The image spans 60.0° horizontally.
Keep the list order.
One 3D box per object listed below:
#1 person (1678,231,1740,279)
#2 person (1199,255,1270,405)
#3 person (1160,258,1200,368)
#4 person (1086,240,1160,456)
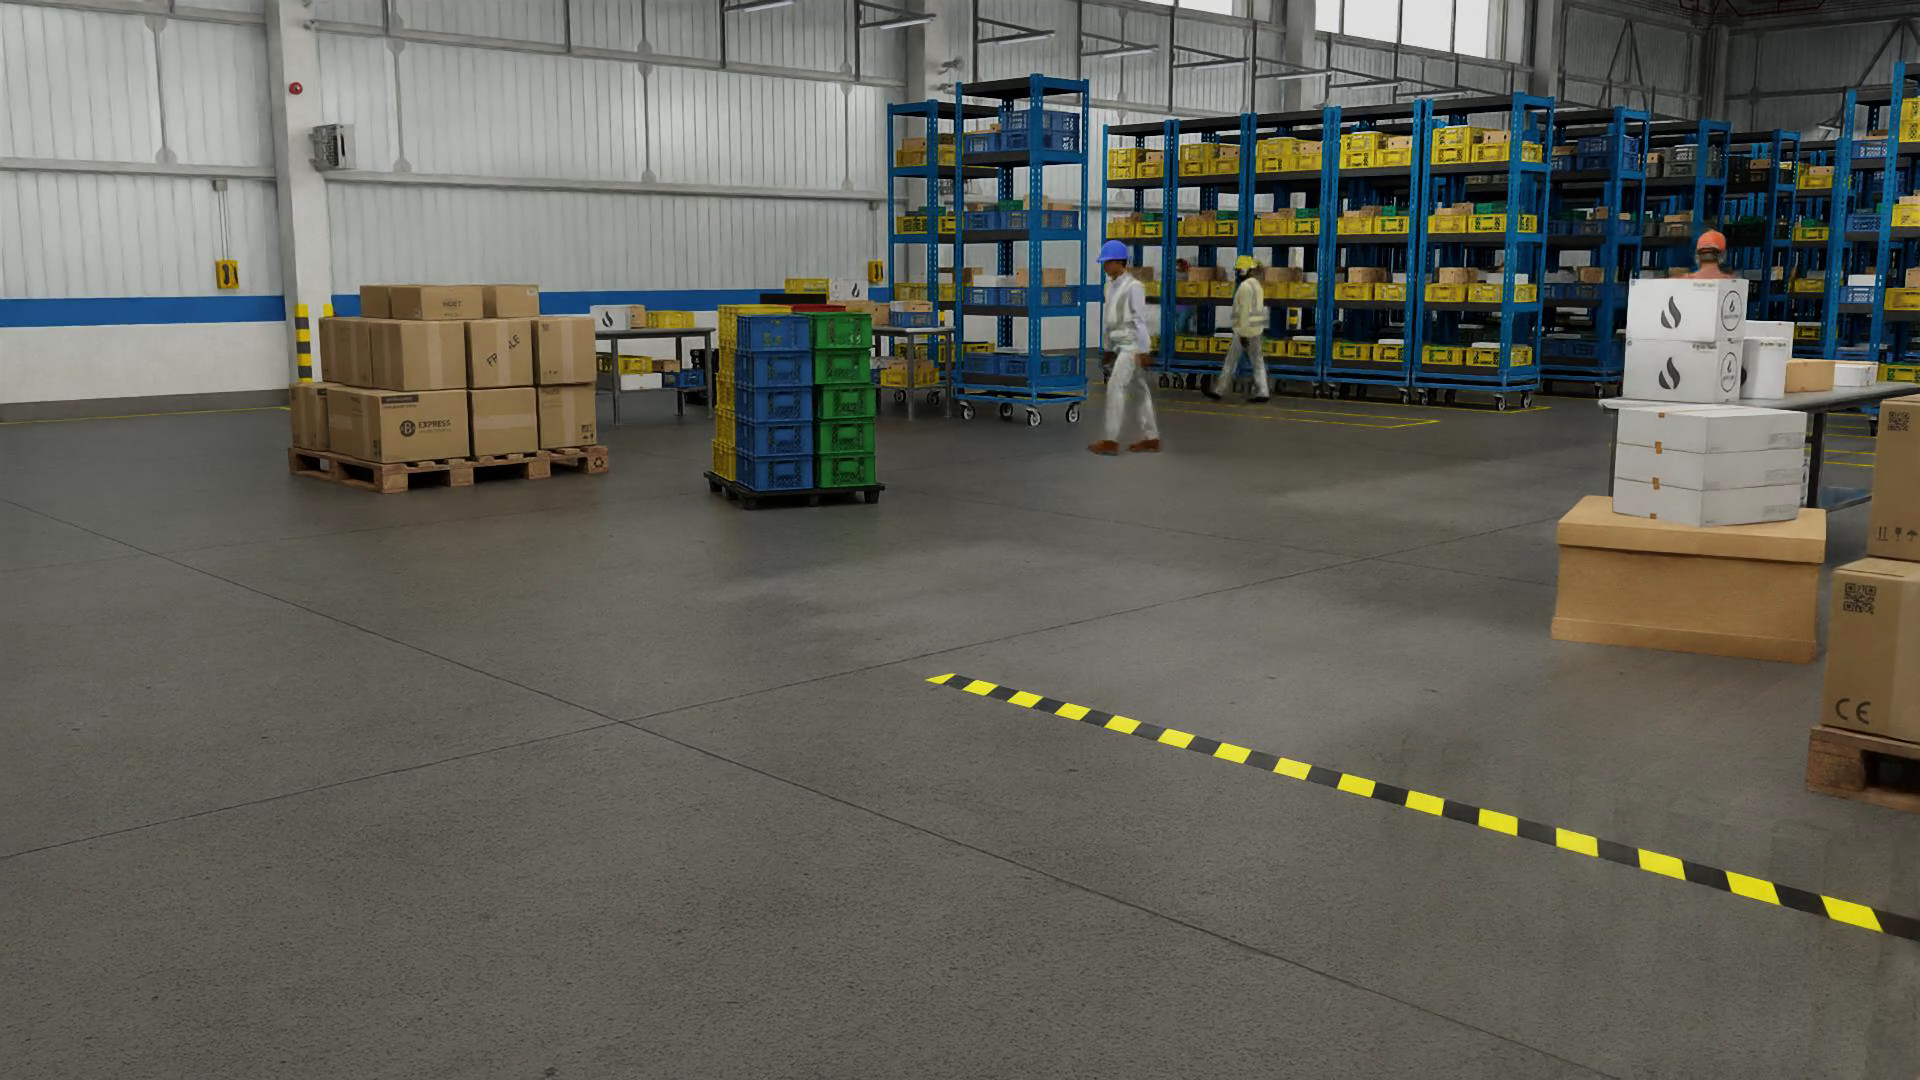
[{"bbox_3d":[5.945,-1.477,13.288,0.649,1.938,0.995,7,12,37],"label":"person"},{"bbox_3d":[3.355,-2.529,20.083,0.897,1.789,0.619,5,11,30],"label":"person"},{"bbox_3d":[3.699,-3.721,27.257,0.943,1.806,0.578,-5,11,-27],"label":"person"},{"bbox_3d":[1.432,-1.699,14.790,0.861,1.895,0.611,-2,10,-13],"label":"person"}]
